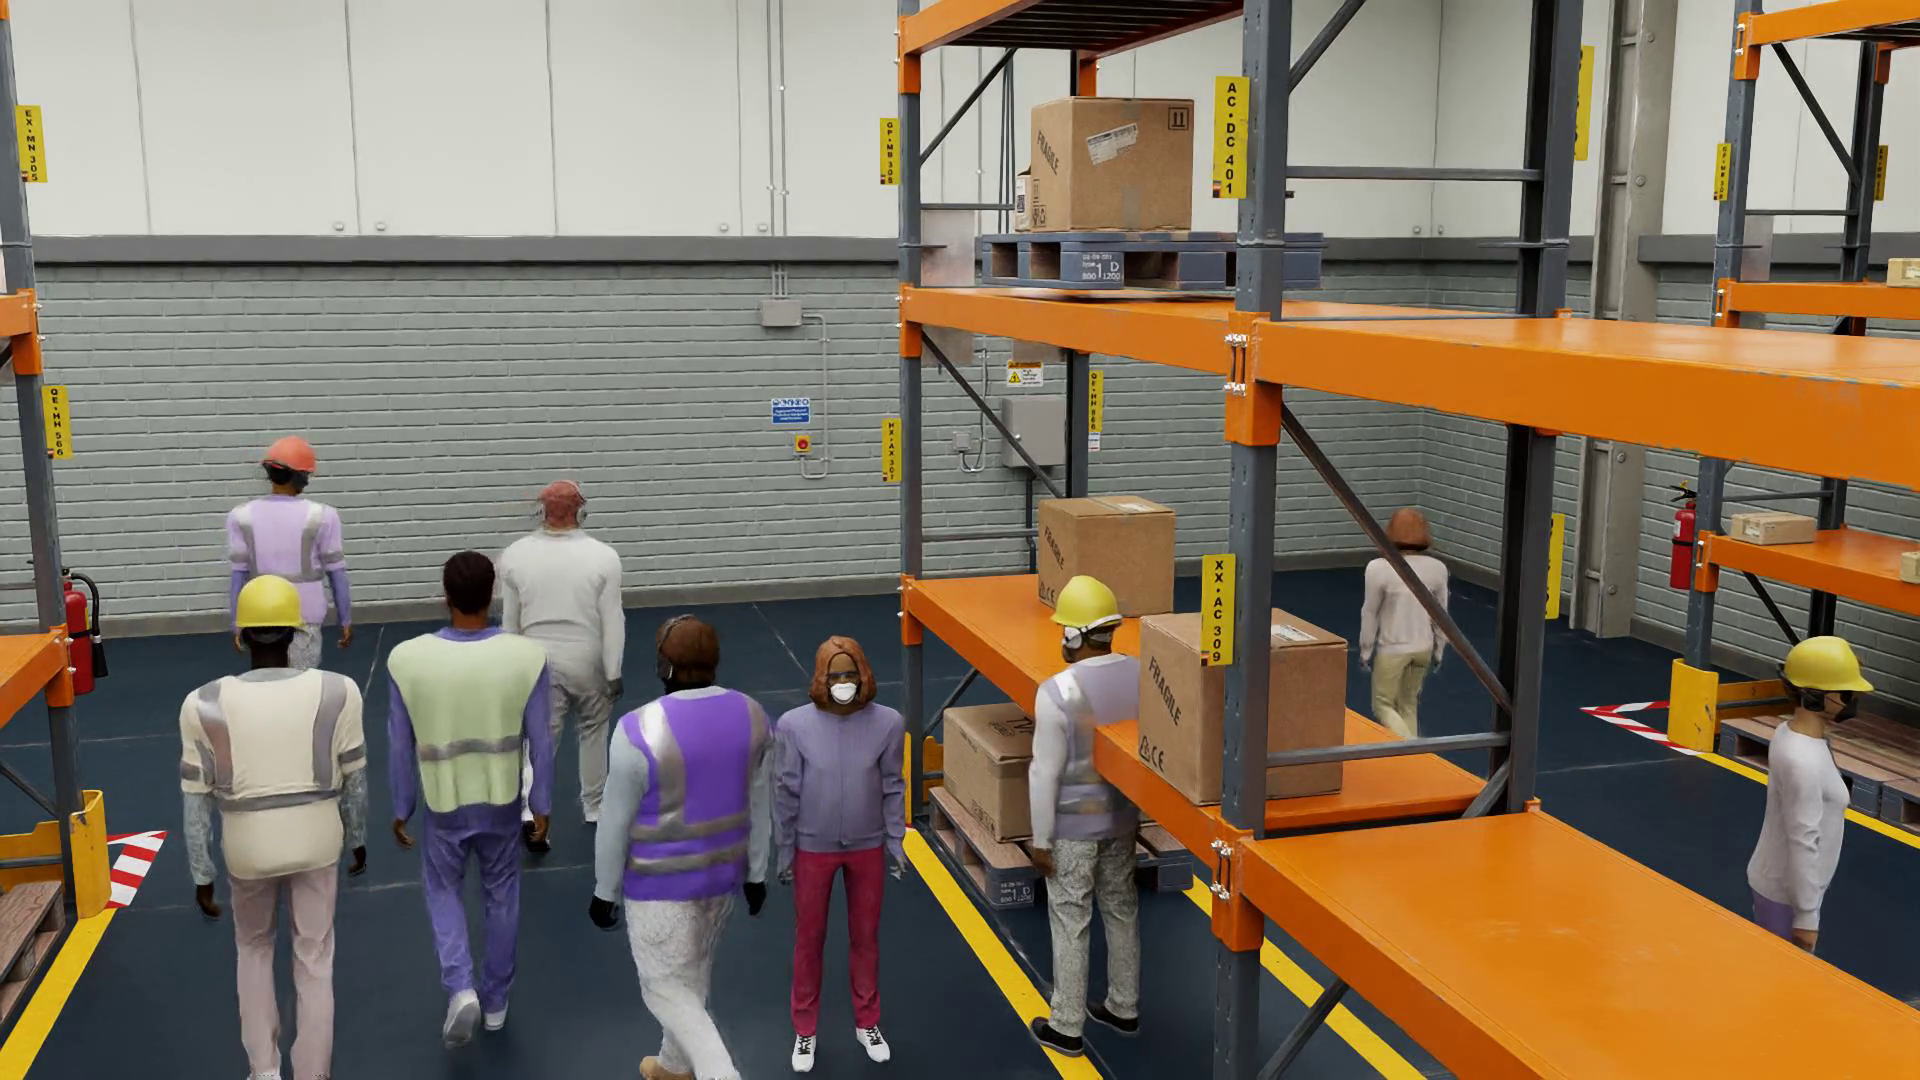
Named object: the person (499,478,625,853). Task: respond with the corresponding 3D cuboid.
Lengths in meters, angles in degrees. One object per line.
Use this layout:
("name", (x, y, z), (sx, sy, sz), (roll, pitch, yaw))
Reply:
("person", (-2.027, 0.625, 8.480), (0.644, 1.882, 0.871), (1, 10, 3))

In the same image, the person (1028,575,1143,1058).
("person", (0.487, 1.037, 6.291), (0.588, 1.825, 0.404), (-7, 12, -37))

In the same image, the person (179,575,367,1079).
("person", (-2.383, 1.073, 5.847), (0.597, 1.909, 0.580), (-4, 11, -19))

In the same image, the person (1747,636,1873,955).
("person", (2.819, 1.187, 5.591), (0.316, 1.769, 0.523), (4, 11, 21))

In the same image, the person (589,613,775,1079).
("person", (-0.918, 1.152, 5.676), (0.826, 1.809, 0.629), (9, 14, 43))

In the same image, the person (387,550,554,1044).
("person", (-1.845, 0.986, 6.329), (0.606, 1.907, 0.575), (-3, 11, -19))

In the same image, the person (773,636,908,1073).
("person", (-0.440, 1.151, 6.167), (0.498, 1.634, 0.278), (-2, 10, -13))

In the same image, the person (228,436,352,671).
("person", (-3.779, 0.417, 9.365), (0.631, 1.997, 1.005), (-1, 10, -6))

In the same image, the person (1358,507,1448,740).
("person", (2.487, 0.630, 9.202), (0.506, 1.612, 0.592), (-3, 10, -15))
